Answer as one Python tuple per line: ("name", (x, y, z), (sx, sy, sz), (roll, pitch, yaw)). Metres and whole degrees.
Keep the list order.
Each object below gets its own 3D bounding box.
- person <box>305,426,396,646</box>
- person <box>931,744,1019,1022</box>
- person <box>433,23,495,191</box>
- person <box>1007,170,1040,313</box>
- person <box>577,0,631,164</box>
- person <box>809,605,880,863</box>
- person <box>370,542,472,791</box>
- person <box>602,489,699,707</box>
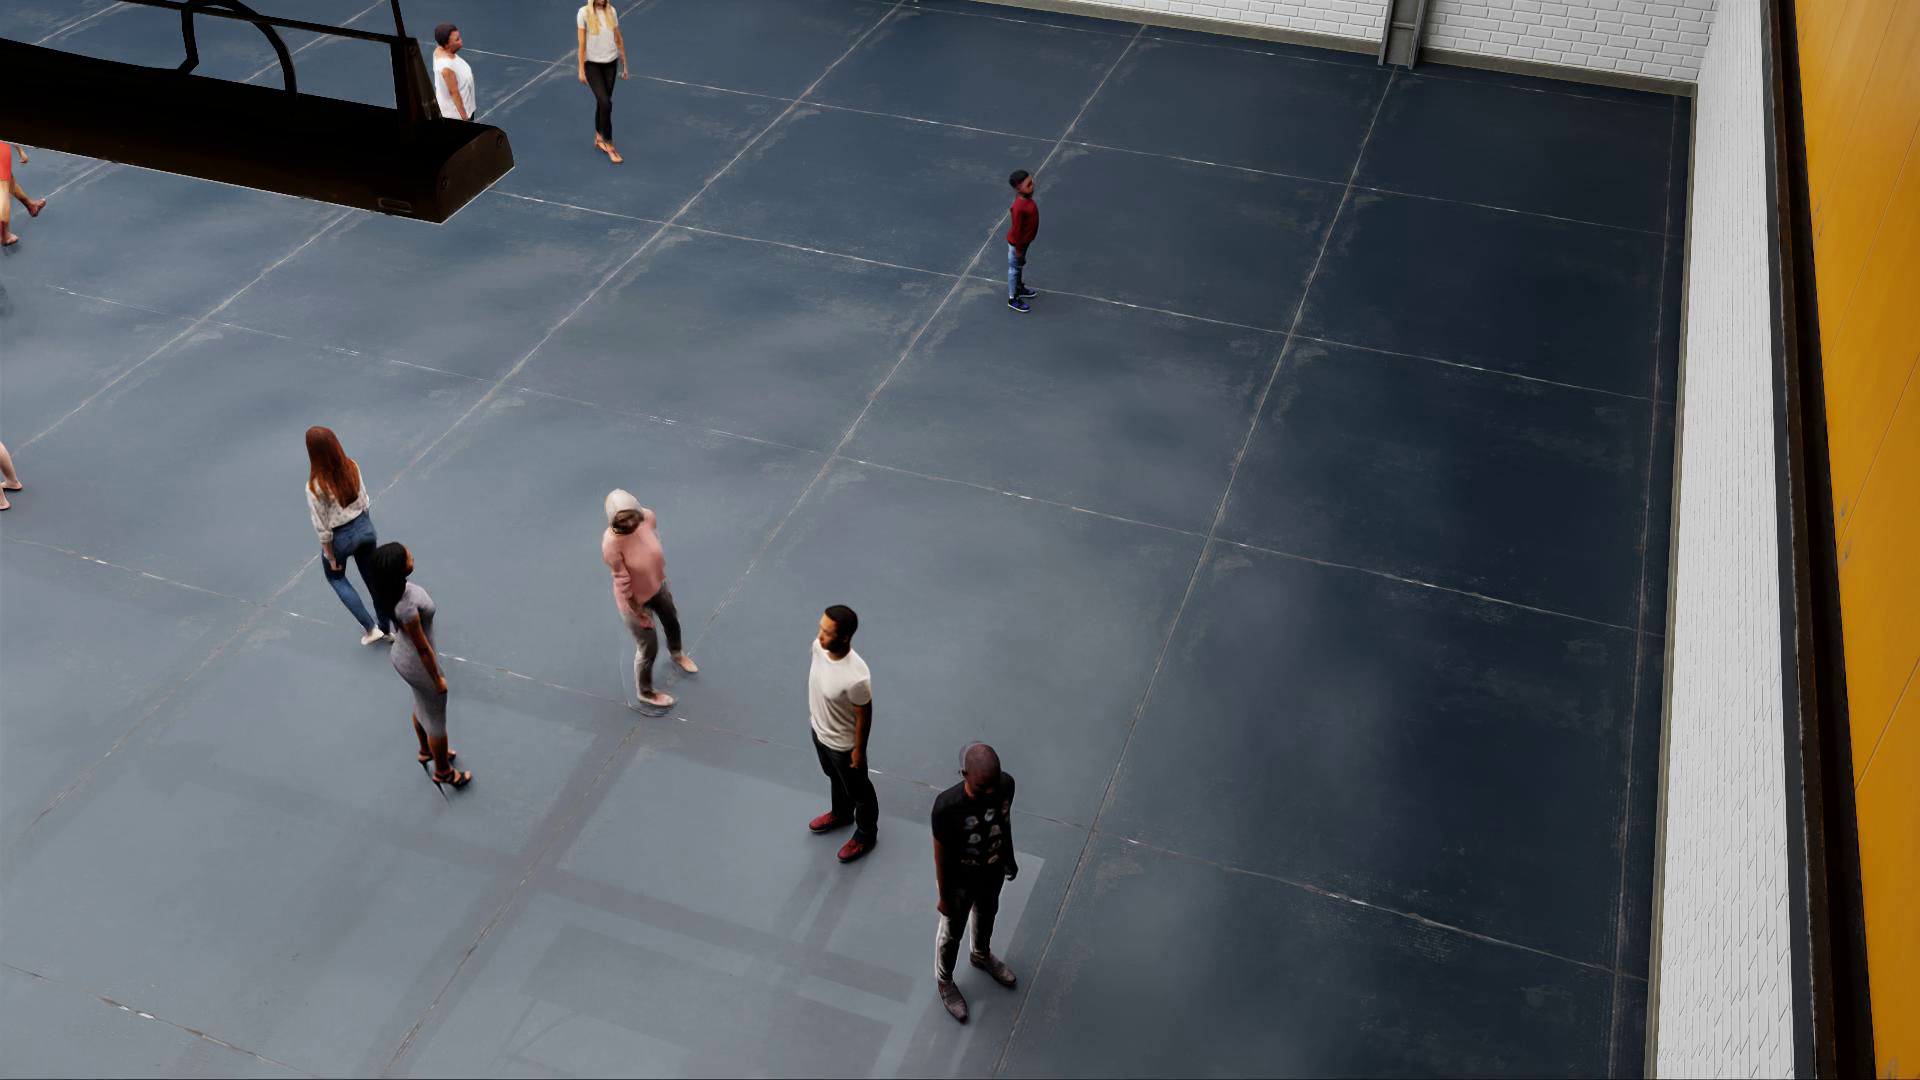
("person", (-3.886, 0.018, 10.735), (0.735, 1.719, 0.682), (27, 46, 30))
("person", (0.060, 1.695, 8.568), (0.765, 1.802, 0.788), (-25, 45, -28))
("person", (-4.868, -4.148, 15.980), (0.814, 1.682, 0.781), (-11, 40, -13))
("person", (0.516, -2.619, 14.407), (0.498, 1.256, 0.516), (10, 40, 12))
("person", (-3.640, -4.742, 16.630), (0.832, 1.799, 0.943), (-28, 46, -30))
("person", (-0.656, 1.062, 9.359), (0.784, 1.804, 0.674), (-25, 45, -27))
("person", (-3.188, 0.752, 9.768), (0.719, 1.778, 0.622), (-25, 45, -28))
("person", (-2.017, 0.343, 10.348), (0.618, 1.693, 0.746), (11, 40, 13))
